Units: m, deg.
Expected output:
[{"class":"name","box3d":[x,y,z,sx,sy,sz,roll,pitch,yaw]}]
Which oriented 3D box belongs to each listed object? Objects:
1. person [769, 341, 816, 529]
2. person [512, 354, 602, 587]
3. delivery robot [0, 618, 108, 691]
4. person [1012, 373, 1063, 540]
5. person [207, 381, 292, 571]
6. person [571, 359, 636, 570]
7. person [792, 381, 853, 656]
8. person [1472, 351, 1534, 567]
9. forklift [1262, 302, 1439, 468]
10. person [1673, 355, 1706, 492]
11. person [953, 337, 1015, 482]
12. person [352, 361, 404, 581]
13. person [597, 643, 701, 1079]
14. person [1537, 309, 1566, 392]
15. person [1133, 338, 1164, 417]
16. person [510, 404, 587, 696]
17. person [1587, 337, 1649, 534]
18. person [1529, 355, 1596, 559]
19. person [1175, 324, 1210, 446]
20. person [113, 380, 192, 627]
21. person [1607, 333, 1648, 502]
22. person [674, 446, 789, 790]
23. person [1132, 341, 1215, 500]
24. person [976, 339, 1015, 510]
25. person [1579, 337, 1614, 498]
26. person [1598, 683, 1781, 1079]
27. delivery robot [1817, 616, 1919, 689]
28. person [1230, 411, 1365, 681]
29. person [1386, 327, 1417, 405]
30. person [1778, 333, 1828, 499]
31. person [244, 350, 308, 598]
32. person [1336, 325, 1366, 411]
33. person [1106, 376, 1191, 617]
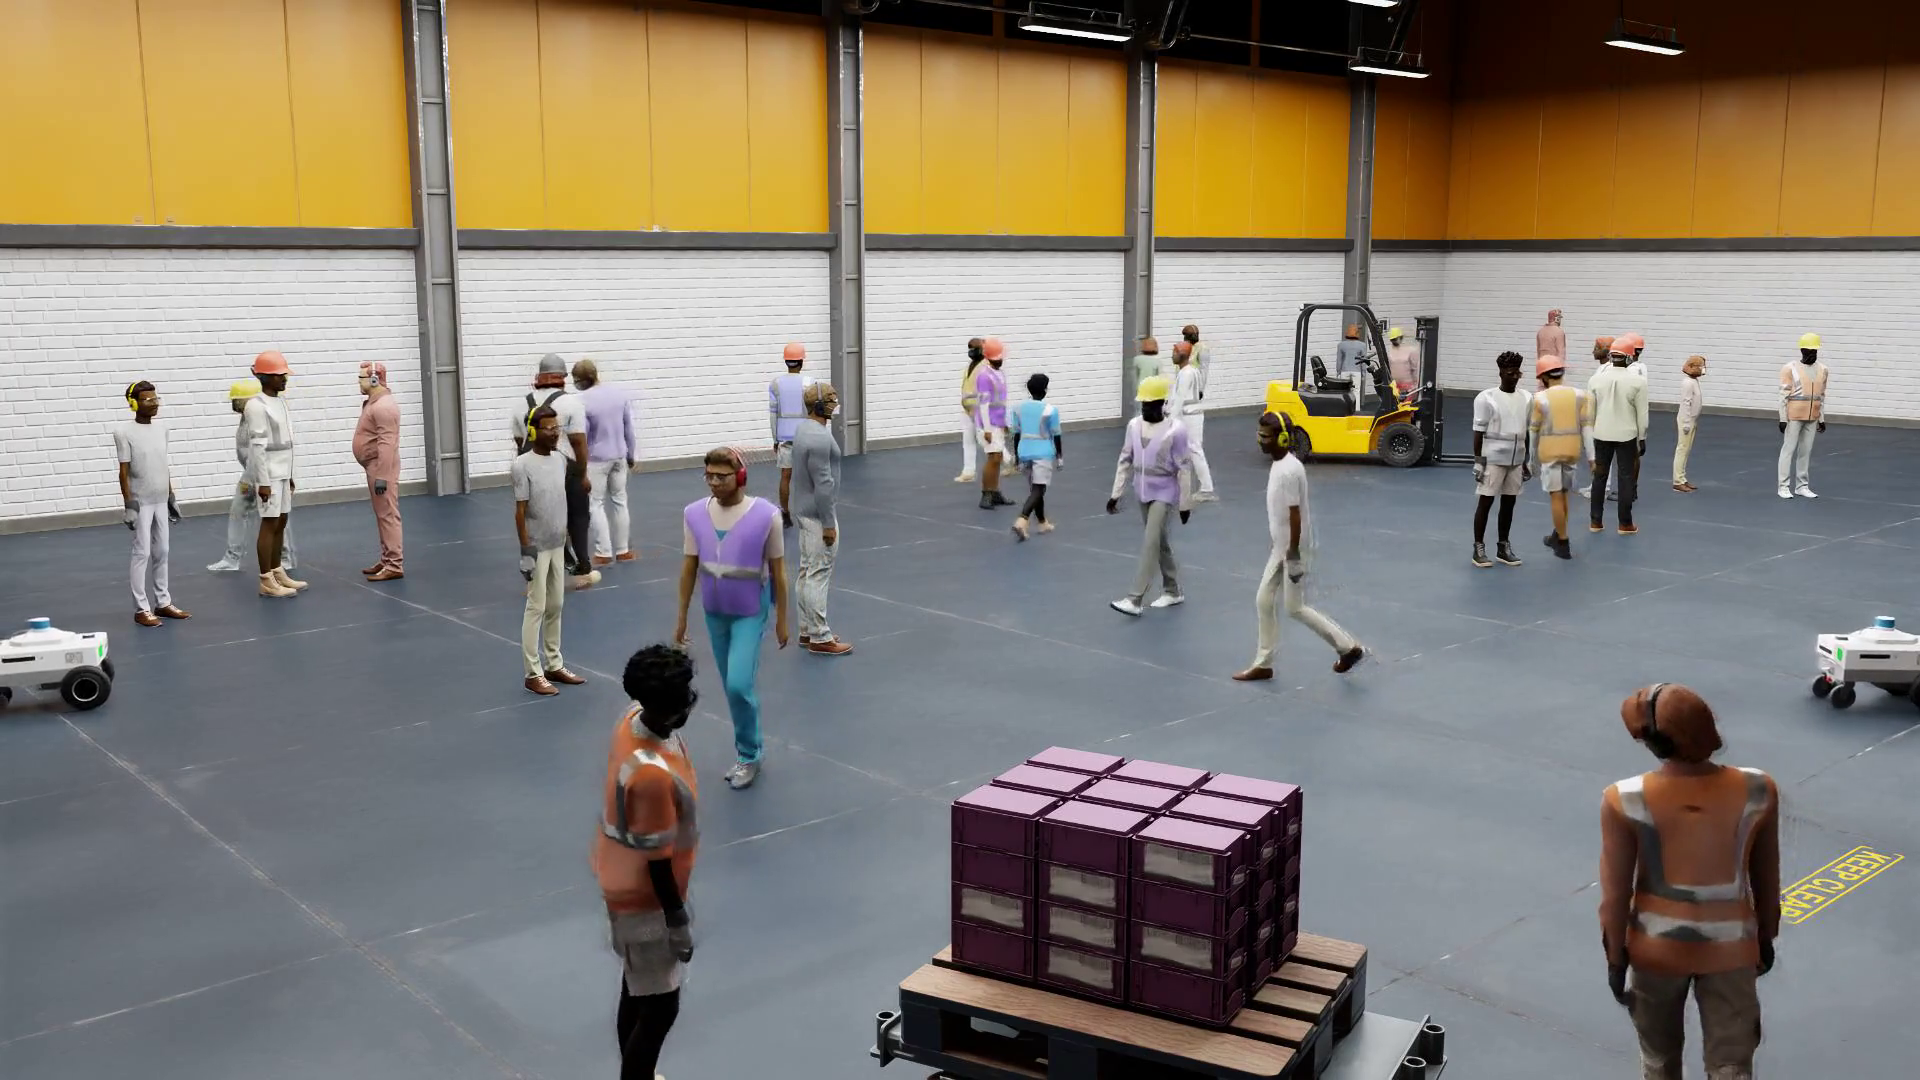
[{"class":"person","box3d":[-1.690,-1.074,17.162,0.545,1.942,0.352,2,10,11]},{"class":"person","box3d":[-3.378,-0.588,14.025,0.706,2.000,0.826,4,11,23]},{"class":"delivery robot","box3d":[-5.725,0.729,10.387,0.707,0.478,0.477,-4,11,-24]},{"class":"person","box3d":[0.742,-0.838,16.594,0.537,1.664,0.821,7,12,35]},{"class":"person","box3d":[-6.330,-0.540,14.697,0.798,1.710,0.489,-8,13,-39]},{"class":"person","box3d":[-3.217,-0.694,15.105,0.368,1.897,0.730,7,12,36]},{"class":"person","box3d":[-0.998,-0.155,11.791,0.372,1.940,0.627,-3,10,-18]},{"class":"person","box3d":[4.931,-0.734,15.104,0.612,1.961,0.363,-3,10,-17]},{"class":"forklift","box3d":[5.320,-2.157,22.763,2.313,2.155,1.214,3,10,16]},{"class":"person","box3d":[8.759,-1.398,19.957,0.286,1.633,0.500,7,12,34]},{"class":"person","box3d":[0.295,-1.621,20.731,0.720,1.823,0.631,-5,11,-29]},{"class":"person","box3d":[-5.072,-0.602,14.501,0.407,1.908,0.642,-4,11,-23]},{"class":"person","box3d":[-0.977,1.103,5.249,0.318,1.661,0.630,-3,10,-14]},{"class":"person","box3d":[10.164,-2.996,28.520,0.408,1.909,0.642,-3,10,-19]},{"class":"person","box3d":[2.815,-2.221,24.921,0.513,1.586,0.878,4,11,23]},{"class":"person","box3d":[-2.666,0.056,10.757,0.328,1.872,0.513,4,10,22]},{"class":"person","box3d":[6.666,-1.053,16.882,0.612,1.995,0.377,7,12,37]},{"class":"person","box3d":[5.622,-0.797,15.713,0.628,1.879,0.845,-1,10,-5]},{"class":"person","box3d":[3.313,-2.180,23.948,0.429,1.839,0.621,-5,11,-27]},{"class":"person","box3d":[-6.189,-0.283,12.731,0.328,1.876,0.514,3,10,17]},{"class":"person","box3d":[7.682,-1.407,19.118,0.361,1.939,0.542,6,12,33]},{"class":"person","box3d":[-1.227,0.410,8.803,0.583,1.819,0.576,4,11,25]},{"class":"person","box3d":[2.505,-1.367,19.195,0.978,1.828,0.579,1,10,4]},{"class":"person","box3d":[0.390,-1.289,18.576,0.342,1.902,0.629,4,10,22]},{"class":"person","box3d":[7.479,-1.427,19.395,0.343,1.882,0.585,2,10,11]},{"class":"person","box3d":[2.098,1.210,4.771,0.533,1.599,0.717,2,10,12]},{"class":"delivery robot","box3d":[5.782,0.723,10.425,0.707,0.478,0.477,1,10,4]},{"class":"person","box3d":[2.240,0.055,10.928,0.802,1.827,0.574,0,10,-3]},{"class":"person","box3d":[6.763,-2.422,25.677,0.540,1.726,0.540,4,10,20]},{"class":"person","box3d":[9.814,-1.442,19.362,0.590,1.927,0.367,-2,10,-11]},{"class":"person","box3d":[-5.651,-0.546,13.776,0.390,2.041,0.614,-1,10,-3]},{"class":"person","box3d":[6.714,-2.867,28.561,0.507,1.632,0.272,3,10,16]},{"class":"person","box3d":[1.462,-0.339,13.051,0.974,1.878,0.613,-7,12,-37]}]
